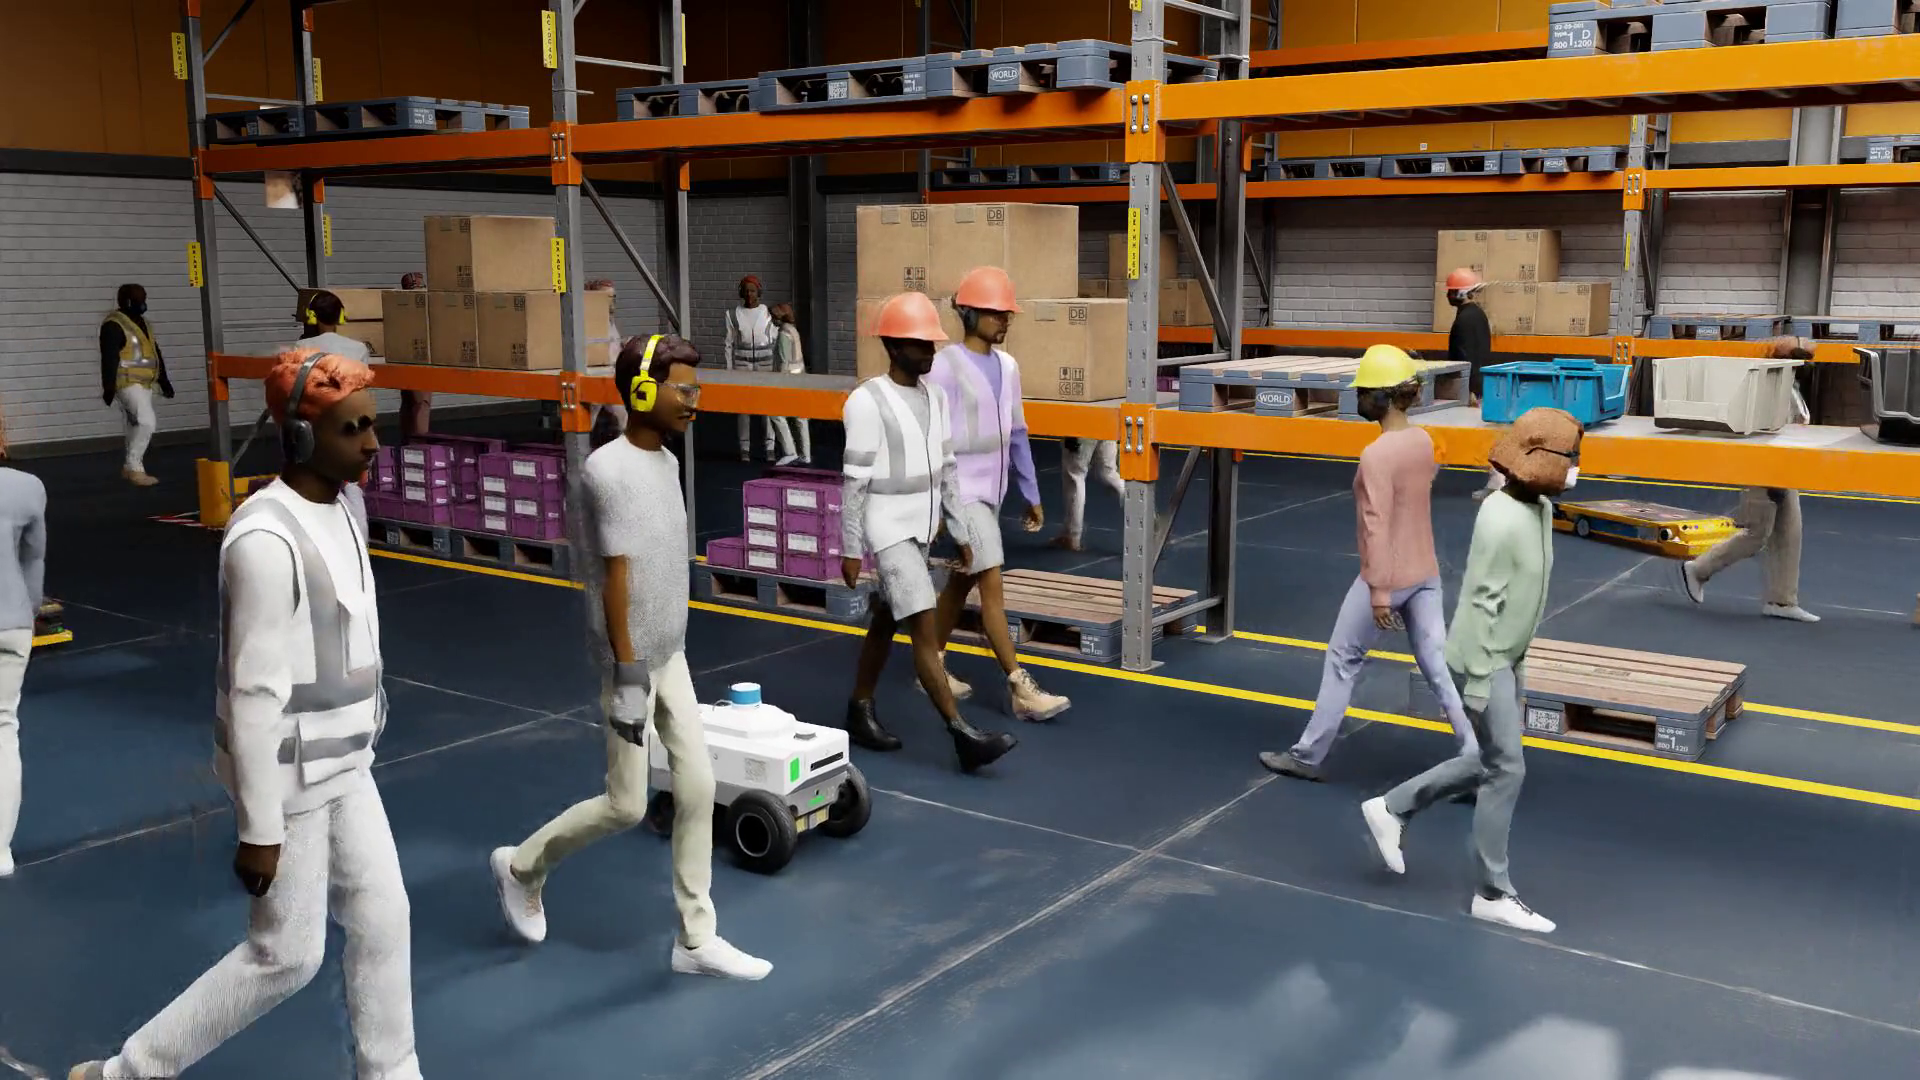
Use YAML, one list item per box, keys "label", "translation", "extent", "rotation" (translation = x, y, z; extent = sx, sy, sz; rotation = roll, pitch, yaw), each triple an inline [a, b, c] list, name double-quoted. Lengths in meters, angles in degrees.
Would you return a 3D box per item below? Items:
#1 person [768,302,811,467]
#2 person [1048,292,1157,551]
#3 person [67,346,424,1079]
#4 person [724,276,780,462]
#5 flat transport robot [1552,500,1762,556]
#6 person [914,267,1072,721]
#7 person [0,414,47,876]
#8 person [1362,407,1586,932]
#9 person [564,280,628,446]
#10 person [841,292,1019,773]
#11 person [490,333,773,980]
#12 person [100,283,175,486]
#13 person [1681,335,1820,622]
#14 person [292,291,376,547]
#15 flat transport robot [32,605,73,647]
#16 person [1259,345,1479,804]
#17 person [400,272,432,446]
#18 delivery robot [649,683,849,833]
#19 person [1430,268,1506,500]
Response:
- label: "person"
  translation: [-1.673, -1.526, 16.371]
  extent: [0.414, 1.623, 0.664]
  rotation: [2, 10, 9]
- label: "person"
  translation: [0.980, -0.798, 11.478]
  extent: [0.764, 1.821, 0.638]
  rotation: [9, 13, 44]
- label: "person"
  translation: [-1.510, 0.507, 3.605]
  extent: [0.809, 1.856, 0.585]
  rotation: [0, 10, -3]
- label: "person"
  translation: [-2.084, -1.715, 16.763]
  extent: [0.578, 1.878, 0.347]
  rotation: [-1, 10, -7]
- label: "flat transport robot"
  translation: [4.958, -0.110, 11.952]
  extent: [0.652, 0.197, 1.431]
  rotation: [-3, 10, -20]
- label: "person"
  translation: [0.126, -0.213, 7.453]
  extent: [0.966, 1.991, 0.624]
  rotation: [6, 12, 34]
- label: "person"
  translation: [-3.239, 0.316, 5.467]
  extent: [0.341, 1.609, 0.523]
  rotation: [7, 12, 35]
- label: "person"
  translation: [1.568, 0.376, 5.115]
  extent: [0.572, 1.608, 0.506]
  rotation: [6, 11, 33]
- label: "person"
  translation: [-3.130, -1.358, 14.696]
  extent: [1.033, 1.849, 0.647]
  rotation: [1, 10, 8]
- label: "person"
  translation: [-0.138, -0.025, 6.628]
  extent: [0.957, 1.888, 0.569]
  rotation: [7, 12, 34]
- label: "person"
  translation: [-0.949, 0.333, 4.674]
  extent: [0.780, 1.833, 0.512]
  rotation: [3, 10, 19]
- label: "person"
  translation: [-7.394, -1.387, 14.942]
  extent: [0.481, 1.822, 0.646]
  rotation: [0, 10, -2]
- label: "person"
  translation: [4.539, -0.358, 9.434]
  extent: [0.683, 1.609, 0.531]
  rotation: [8, 12, 38]
- label: "person"
  translation: [-4.049, -0.678, 10.726]
  extent: [0.535, 1.826, 0.705]
  rotation: [-8, 12, -39]
- label: "flat transport robot"
  translation: [-5.366, 0.404, 8.895]
  extent: [1.431, 0.197, 0.652]
  rotation: [9, 13, 42]
- label: "person"
  translation: [1.635, 0.128, 6.247]
  extent: [0.936, 1.716, 0.524]
  rotation: [9, 13, 43]
- label: "person"
  translation: [-5.355, -1.678, 16.433]
  extent: [0.409, 1.907, 0.651]
  rotation: [-8, 12, -40]
- label: "delivery robot"
  translation: [-0.739, 0.740, 5.771]
  extent: [0.707, 0.478, 0.477]
  rotation: [6, 11, 33]
- label: "person"
  translation: [4.214, -1.309, 14.087]
  extent: [1.014, 1.948, 0.605]
  rotation: [7, 12, 37]
